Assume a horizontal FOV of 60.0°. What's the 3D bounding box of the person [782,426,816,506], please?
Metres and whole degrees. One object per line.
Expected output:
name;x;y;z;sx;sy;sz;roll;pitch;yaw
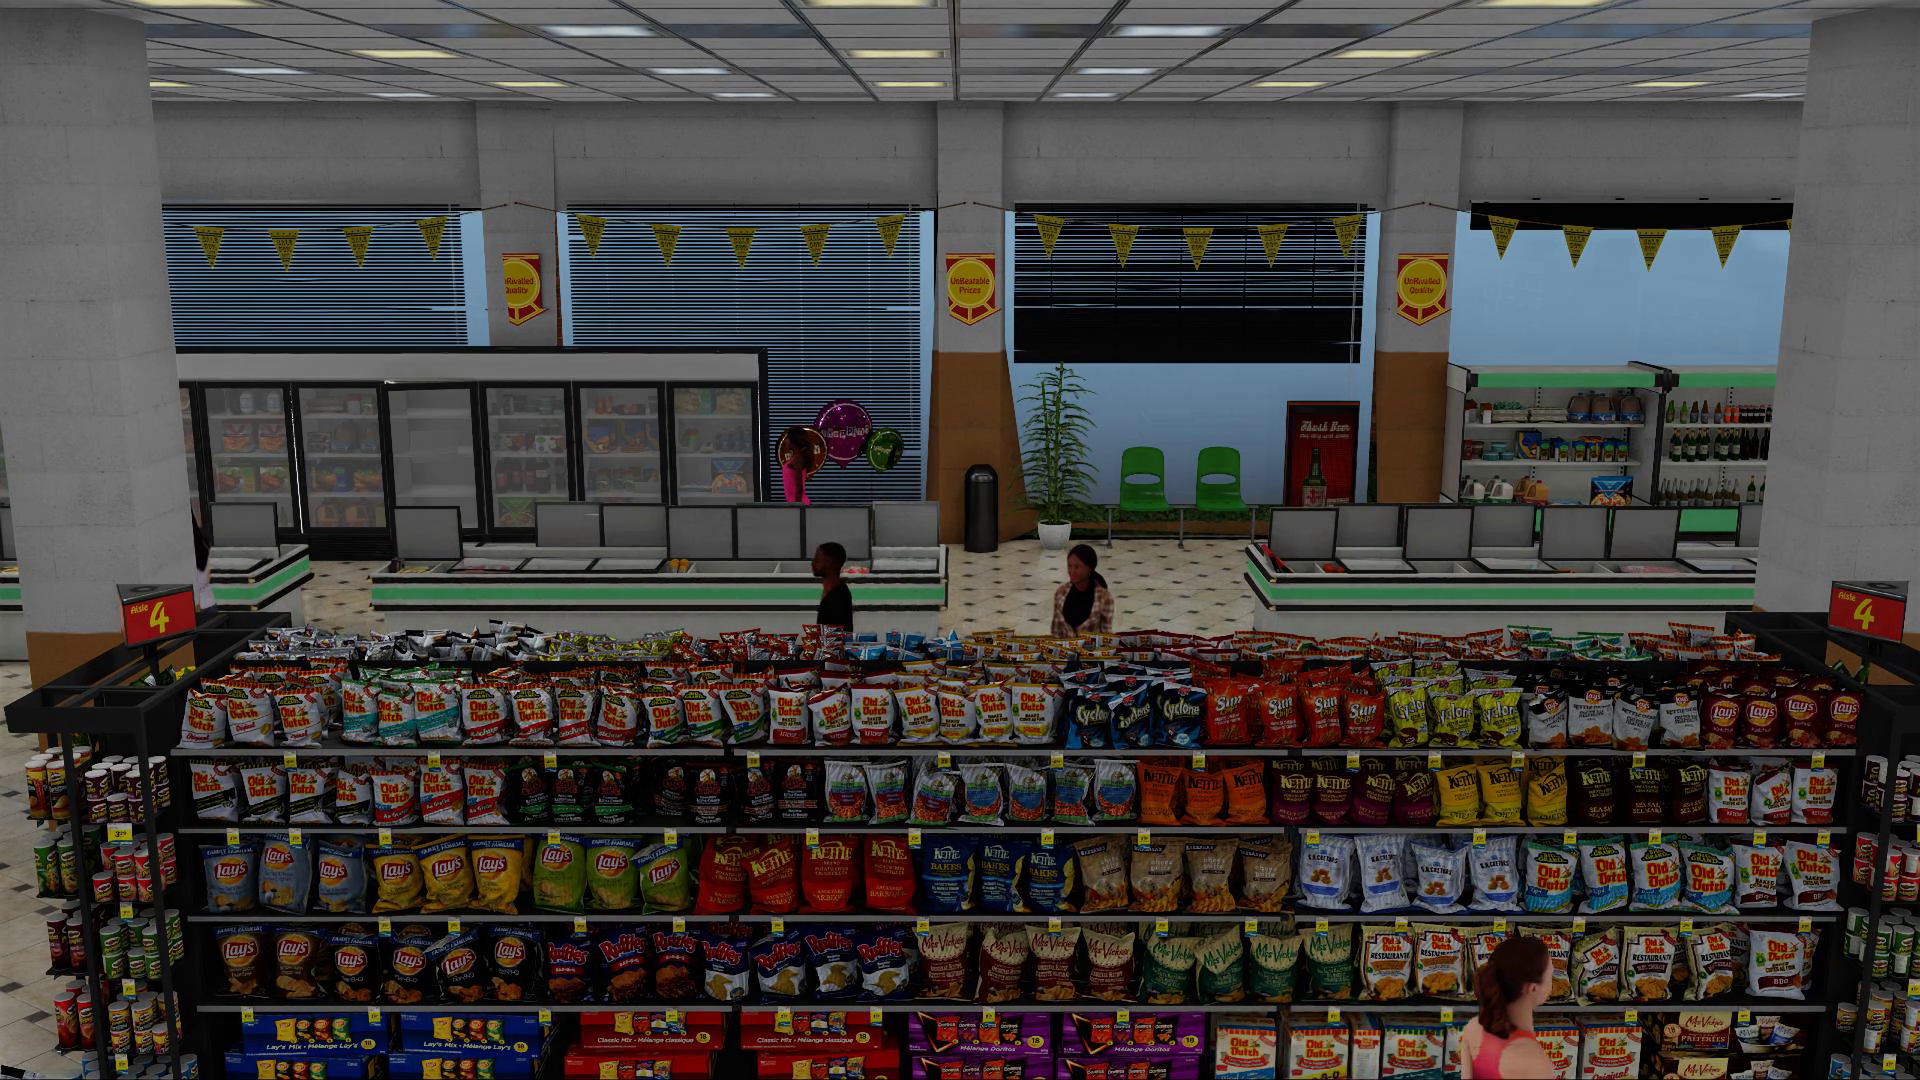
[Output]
person;-1.625;-0.298;16.816;0.536;1.723;0.562;0;12;-1

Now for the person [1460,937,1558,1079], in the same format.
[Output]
person;1.667;2.118;5.313;1.002;1.735;0.788;-5;13;-23

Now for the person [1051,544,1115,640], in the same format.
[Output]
person;0.801;0.899;10.961;0.624;1.793;0.731;6;13;26

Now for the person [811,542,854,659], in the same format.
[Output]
person;-0.730;0.909;10.980;1.130;1.766;0.660;0;12;2
